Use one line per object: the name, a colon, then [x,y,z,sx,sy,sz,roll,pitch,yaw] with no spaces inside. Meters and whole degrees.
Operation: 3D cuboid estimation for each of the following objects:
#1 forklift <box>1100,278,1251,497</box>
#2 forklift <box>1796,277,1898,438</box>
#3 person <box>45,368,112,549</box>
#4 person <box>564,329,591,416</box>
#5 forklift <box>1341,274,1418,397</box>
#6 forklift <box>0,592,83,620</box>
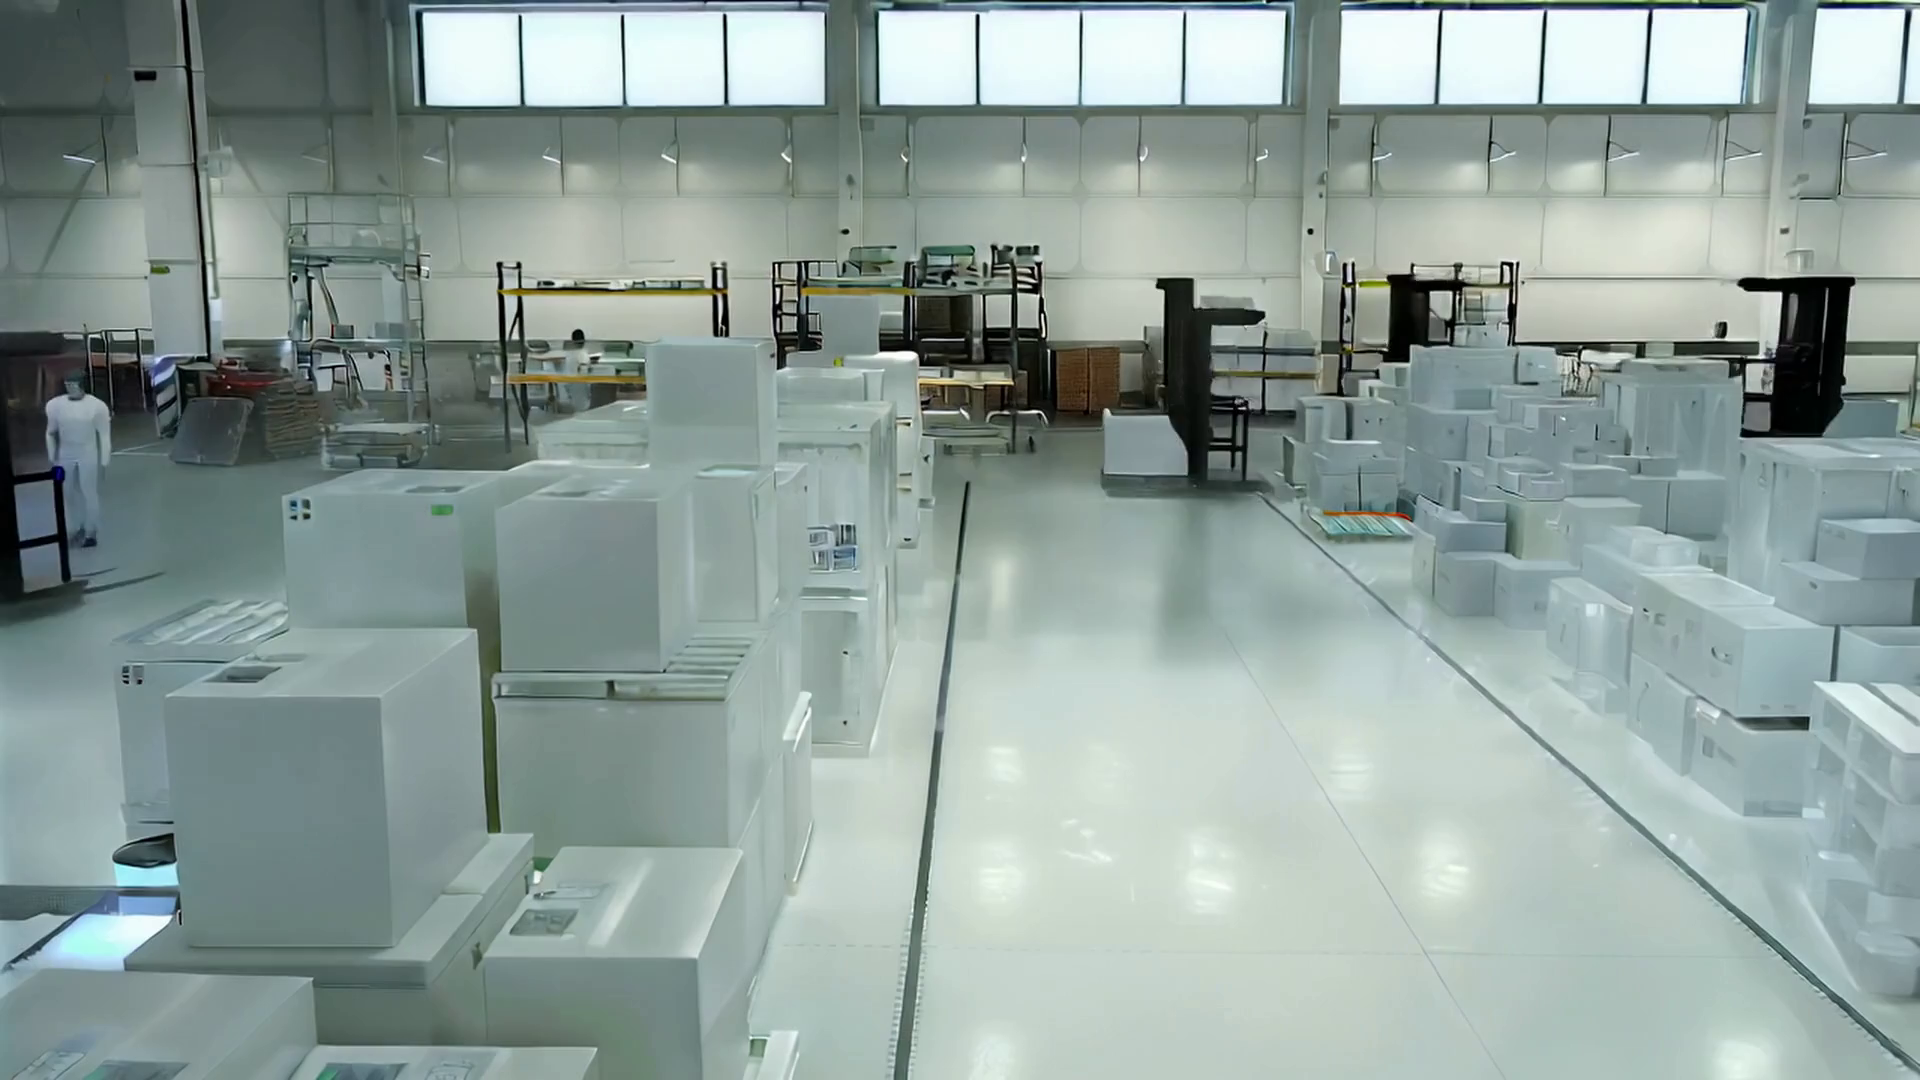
forklift: [2.810,-2.008,21.660,1.873,2.768,1.129,0,9,1]
forklift: [12.364,-2.383,23.912,1.873,2.768,1.129,0,9,1]
person: [-9.330,-0.856,17.626,0.649,1.920,0.436,-2,10,-10]
person: [-6.293,-2.521,27.553,0.375,1.935,0.550,4,10,23]
forklift: [7.802,-3.317,29.502,1.873,2.768,1.129,5,11,26]
forklift: [-8.524,-0.672,13.658,1.129,2.768,1.873,4,10,20]
